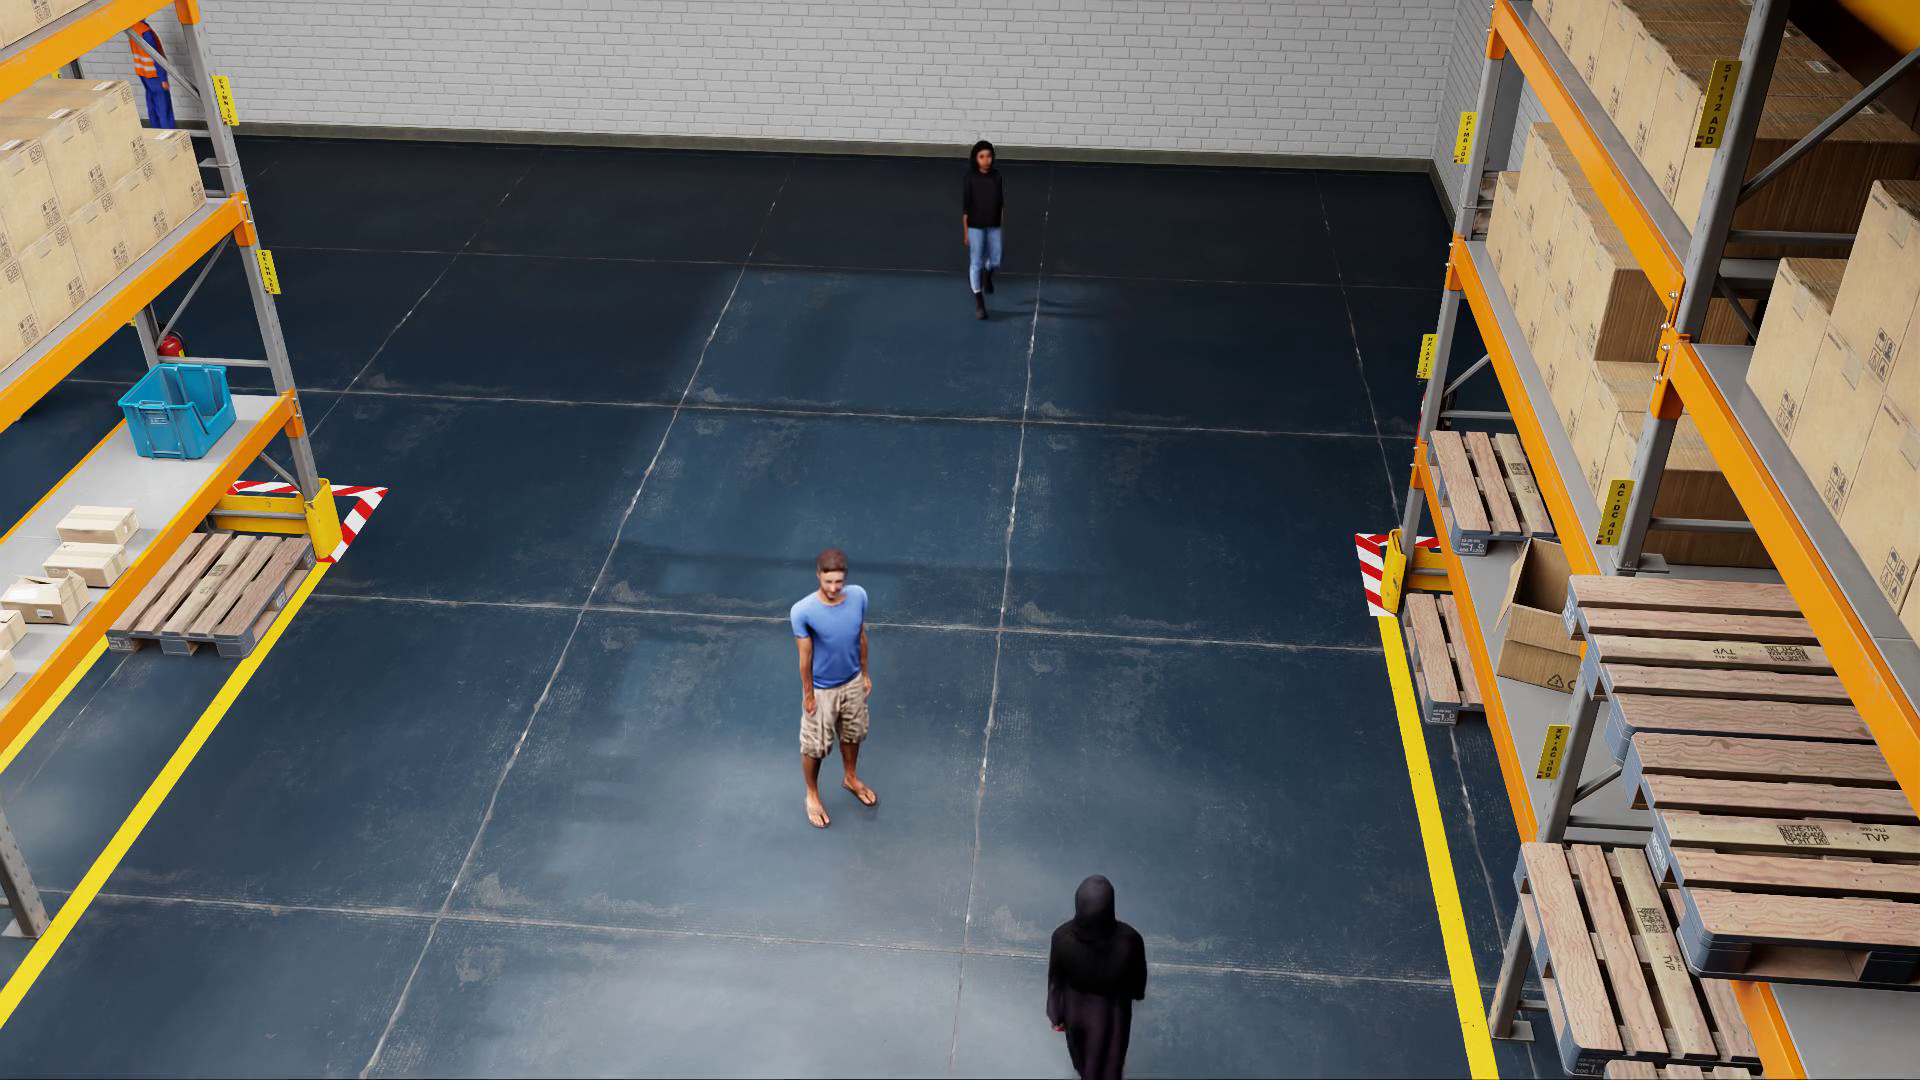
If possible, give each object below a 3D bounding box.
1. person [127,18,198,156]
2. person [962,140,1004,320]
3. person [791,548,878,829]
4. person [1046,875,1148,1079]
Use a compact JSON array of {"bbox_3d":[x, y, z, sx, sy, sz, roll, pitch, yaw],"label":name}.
[{"bbox_3d":[-9.201,-5.281,18.969,0.785,1.862,0.818,27,42,34],"label":"person"},{"bbox_3d":[0.194,-2.949,15.612,0.698,1.693,0.837,-8,34,-12],"label":"person"},{"bbox_3d":[-0.753,0.819,9.789,0.751,1.863,0.780,-19,38,-26],"label":"person"},{"bbox_3d":[0.631,2.261,7.851,0.727,1.607,1.164,8,34,11],"label":"person"}]
